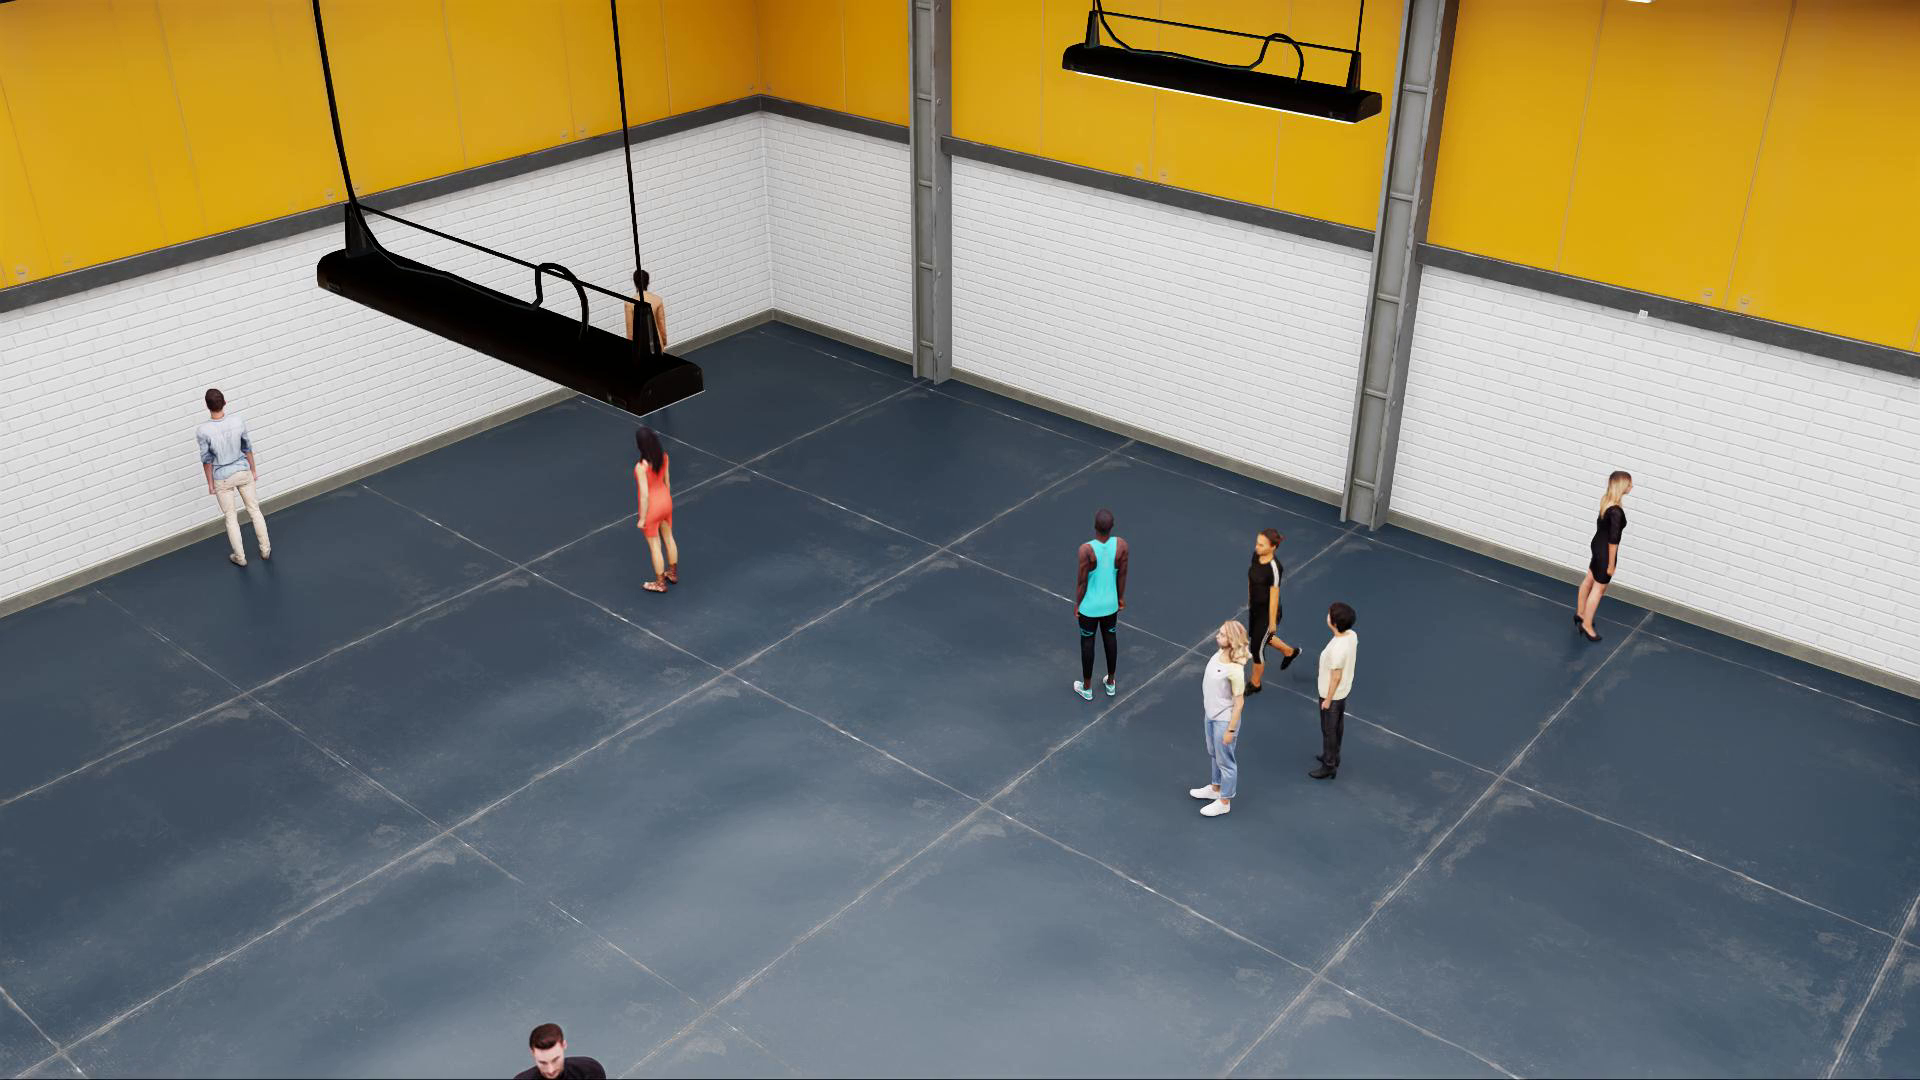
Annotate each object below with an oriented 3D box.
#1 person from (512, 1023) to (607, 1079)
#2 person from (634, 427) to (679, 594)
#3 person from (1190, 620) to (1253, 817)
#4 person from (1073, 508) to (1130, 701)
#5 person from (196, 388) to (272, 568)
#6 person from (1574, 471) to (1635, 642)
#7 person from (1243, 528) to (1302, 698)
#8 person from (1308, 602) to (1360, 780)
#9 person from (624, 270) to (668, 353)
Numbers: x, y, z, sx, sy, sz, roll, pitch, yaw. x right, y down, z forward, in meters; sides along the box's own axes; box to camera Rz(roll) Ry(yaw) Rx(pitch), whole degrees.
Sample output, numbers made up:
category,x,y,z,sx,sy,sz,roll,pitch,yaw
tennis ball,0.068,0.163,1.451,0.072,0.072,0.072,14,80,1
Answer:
category,x,y,z,sx,sy,sz,roll,pitch,yaw
person,-2.132,3.350,9.005,0.776,1.914,0.760,-12,31,-20
person,-2.901,-0.296,15.892,0.572,1.720,0.619,16,33,27
person,2.042,1.362,12.849,0.771,1.723,0.688,-6,29,-10
person,1.194,0.544,14.258,0.693,1.811,0.705,-8,30,-14
person,-7.164,-0.626,16.365,0.698,1.848,0.622,-20,34,-32
person,5.868,0.124,15.170,0.639,1.675,0.621,3,29,5
person,2.684,0.591,14.344,0.962,1.645,0.950,-5,29,-9
person,2.994,1.200,13.288,0.550,1.588,0.635,14,31,23
person,-3.703,-2.366,19.680,0.741,1.726,0.750,-14,32,-24
